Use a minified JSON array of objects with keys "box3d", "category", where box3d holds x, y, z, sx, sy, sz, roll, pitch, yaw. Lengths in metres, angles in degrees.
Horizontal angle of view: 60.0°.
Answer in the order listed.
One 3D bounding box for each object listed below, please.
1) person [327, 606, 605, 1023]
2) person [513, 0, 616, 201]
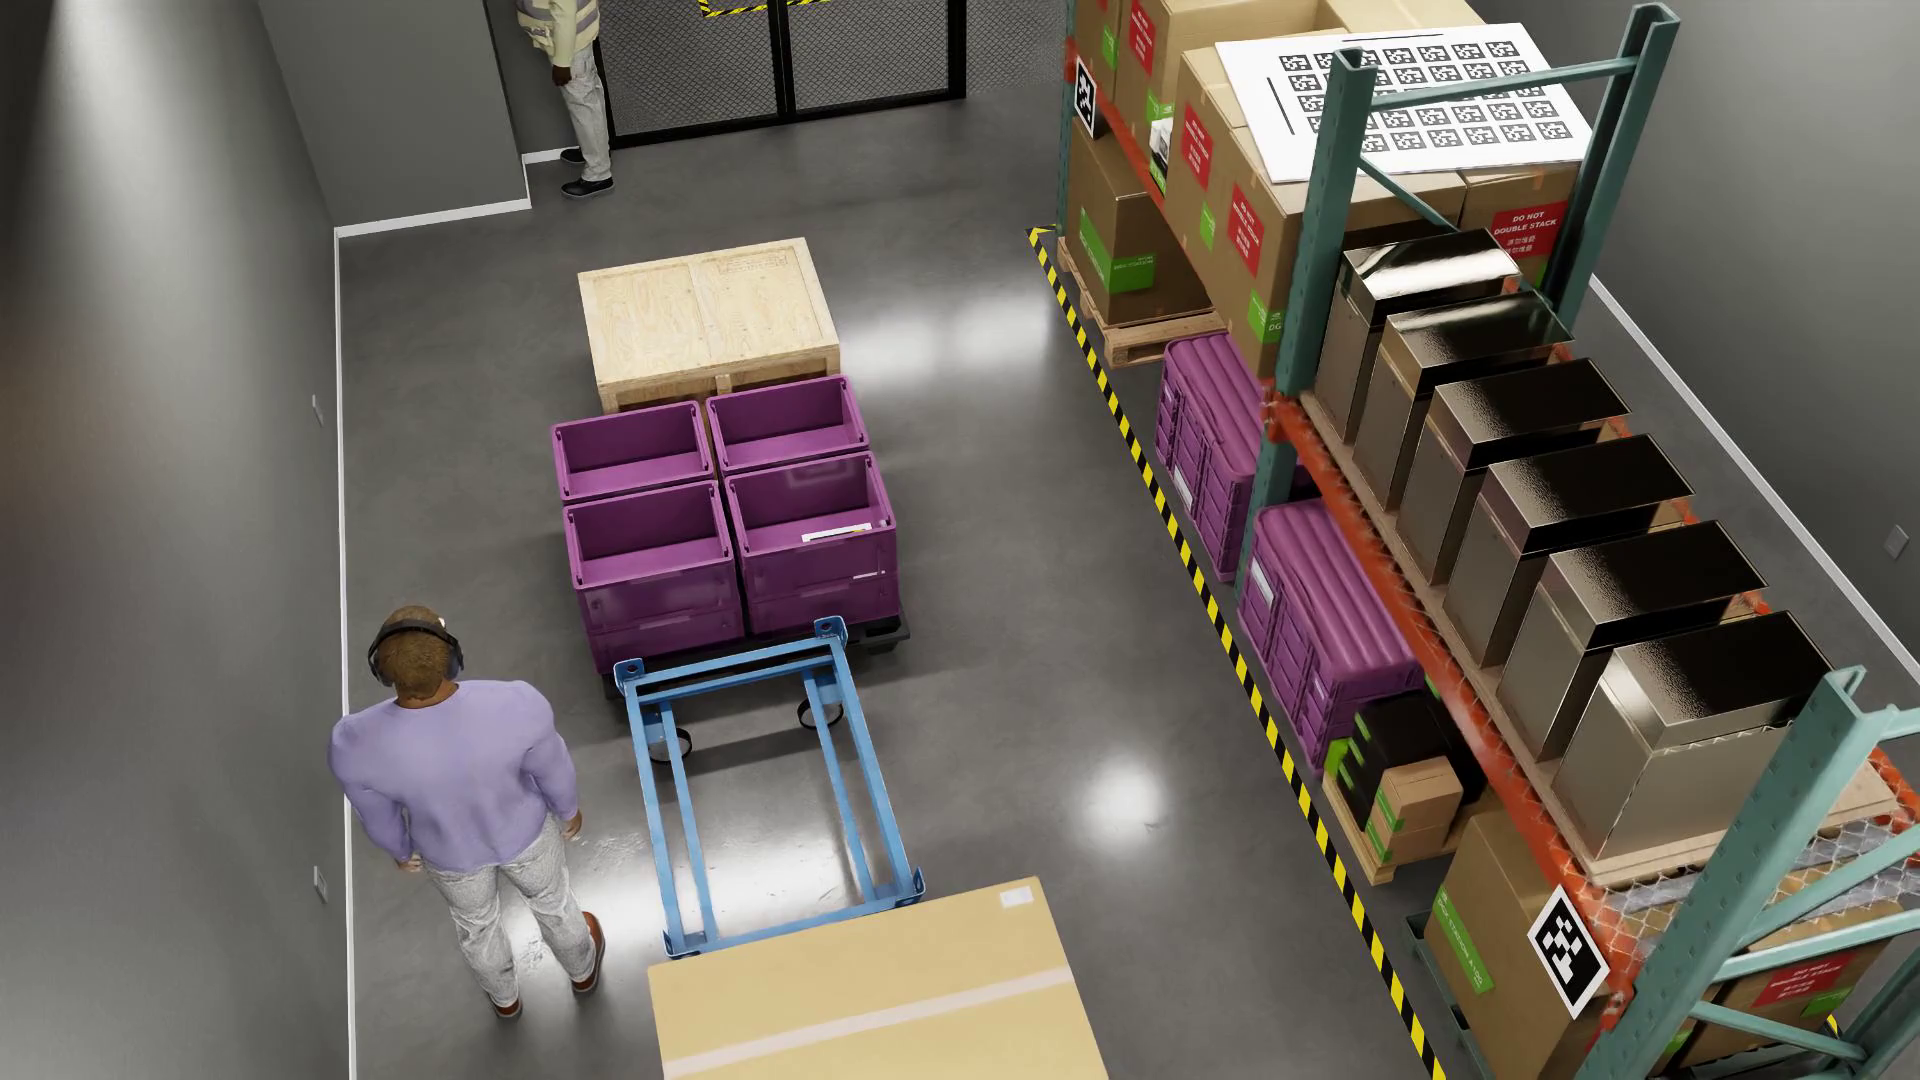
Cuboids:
[{"box3d":[-1.462,0.874,5.084,0.630,1.940,0.372,-13,49,-12],"category":"person"},{"box3d":[-1.993,-2.561,8.309,0.403,1.834,0.588,-5,48,-5],"category":"person"}]
